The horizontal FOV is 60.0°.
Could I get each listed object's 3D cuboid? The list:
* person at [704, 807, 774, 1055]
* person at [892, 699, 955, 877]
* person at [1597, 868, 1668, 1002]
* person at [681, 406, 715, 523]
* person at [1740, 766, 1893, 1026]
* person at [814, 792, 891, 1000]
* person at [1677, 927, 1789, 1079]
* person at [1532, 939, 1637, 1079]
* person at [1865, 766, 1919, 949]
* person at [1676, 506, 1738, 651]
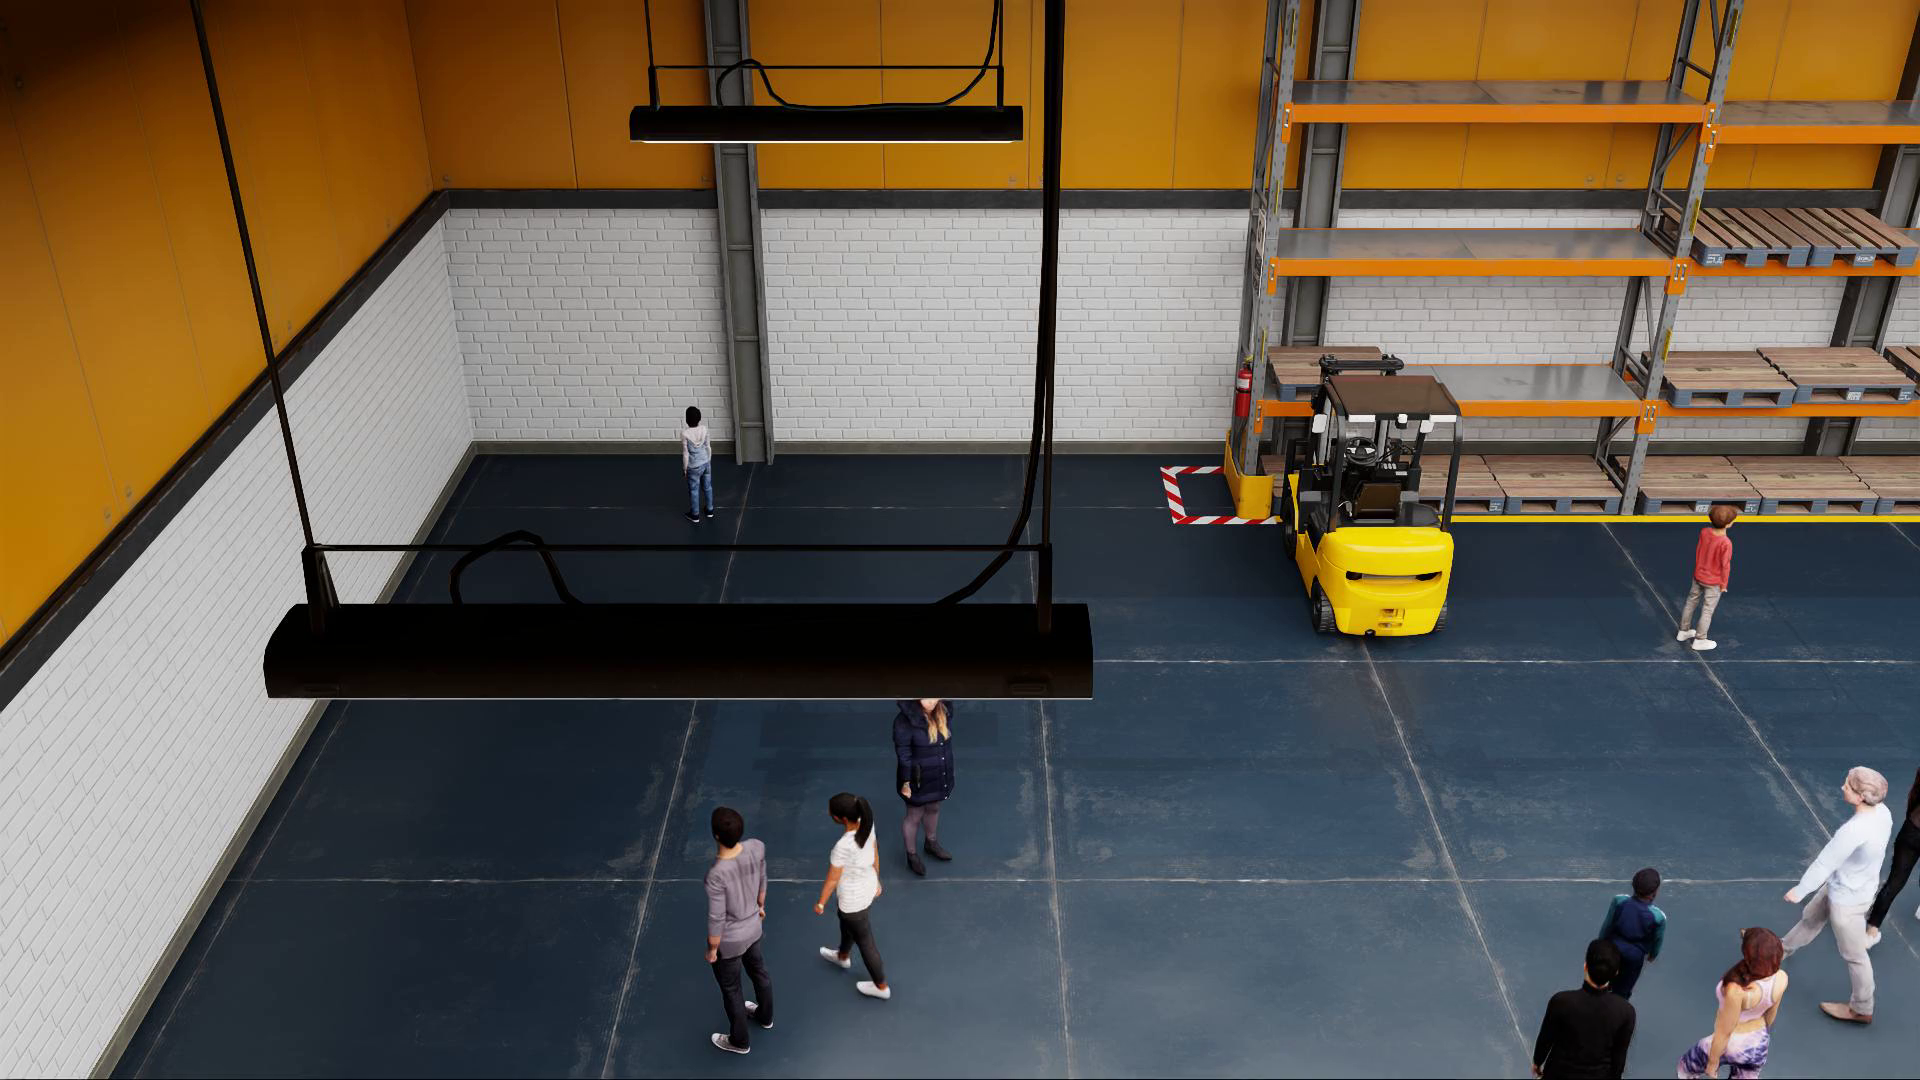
[{"bbox_3d":[-1.415,2.458,10.550,0.750,1.854,0.747,18,33,30],"label":"person"},{"bbox_3d":[-0.263,1.678,12.167,0.795,1.675,0.860,-24,36,-36],"label":"person"},{"bbox_3d":[4.300,2.686,10.774,0.741,1.239,0.785,21,35,34],"label":"person"},{"bbox_3d":[-2.712,-0.794,17.132,0.556,1.261,0.628,-19,34,-30],"label":"person"},{"bbox_3d":[5.846,2.344,10.774,1.249,1.839,1.183,22,36,35],"label":"person"},{"bbox_3d":[-0.604,2.370,10.961,0.933,1.615,0.762,11,31,20],"label":"person"},{"bbox_3d":[4.548,3.017,9.633,0.711,1.751,0.775,-8,30,-14],"label":"person"},{"bbox_3d":[3.559,3.087,9.566,1.025,1.692,0.800,3,29,6],"label":"person"},{"bbox_3d":[6.574,2.108,11.396,1.192,1.658,1.069,-21,35,-33],"label":"person"},{"bbox_3d":[6.717,0.322,14.922,0.606,1.417,0.590,-12,31,-21],"label":"person"}]
